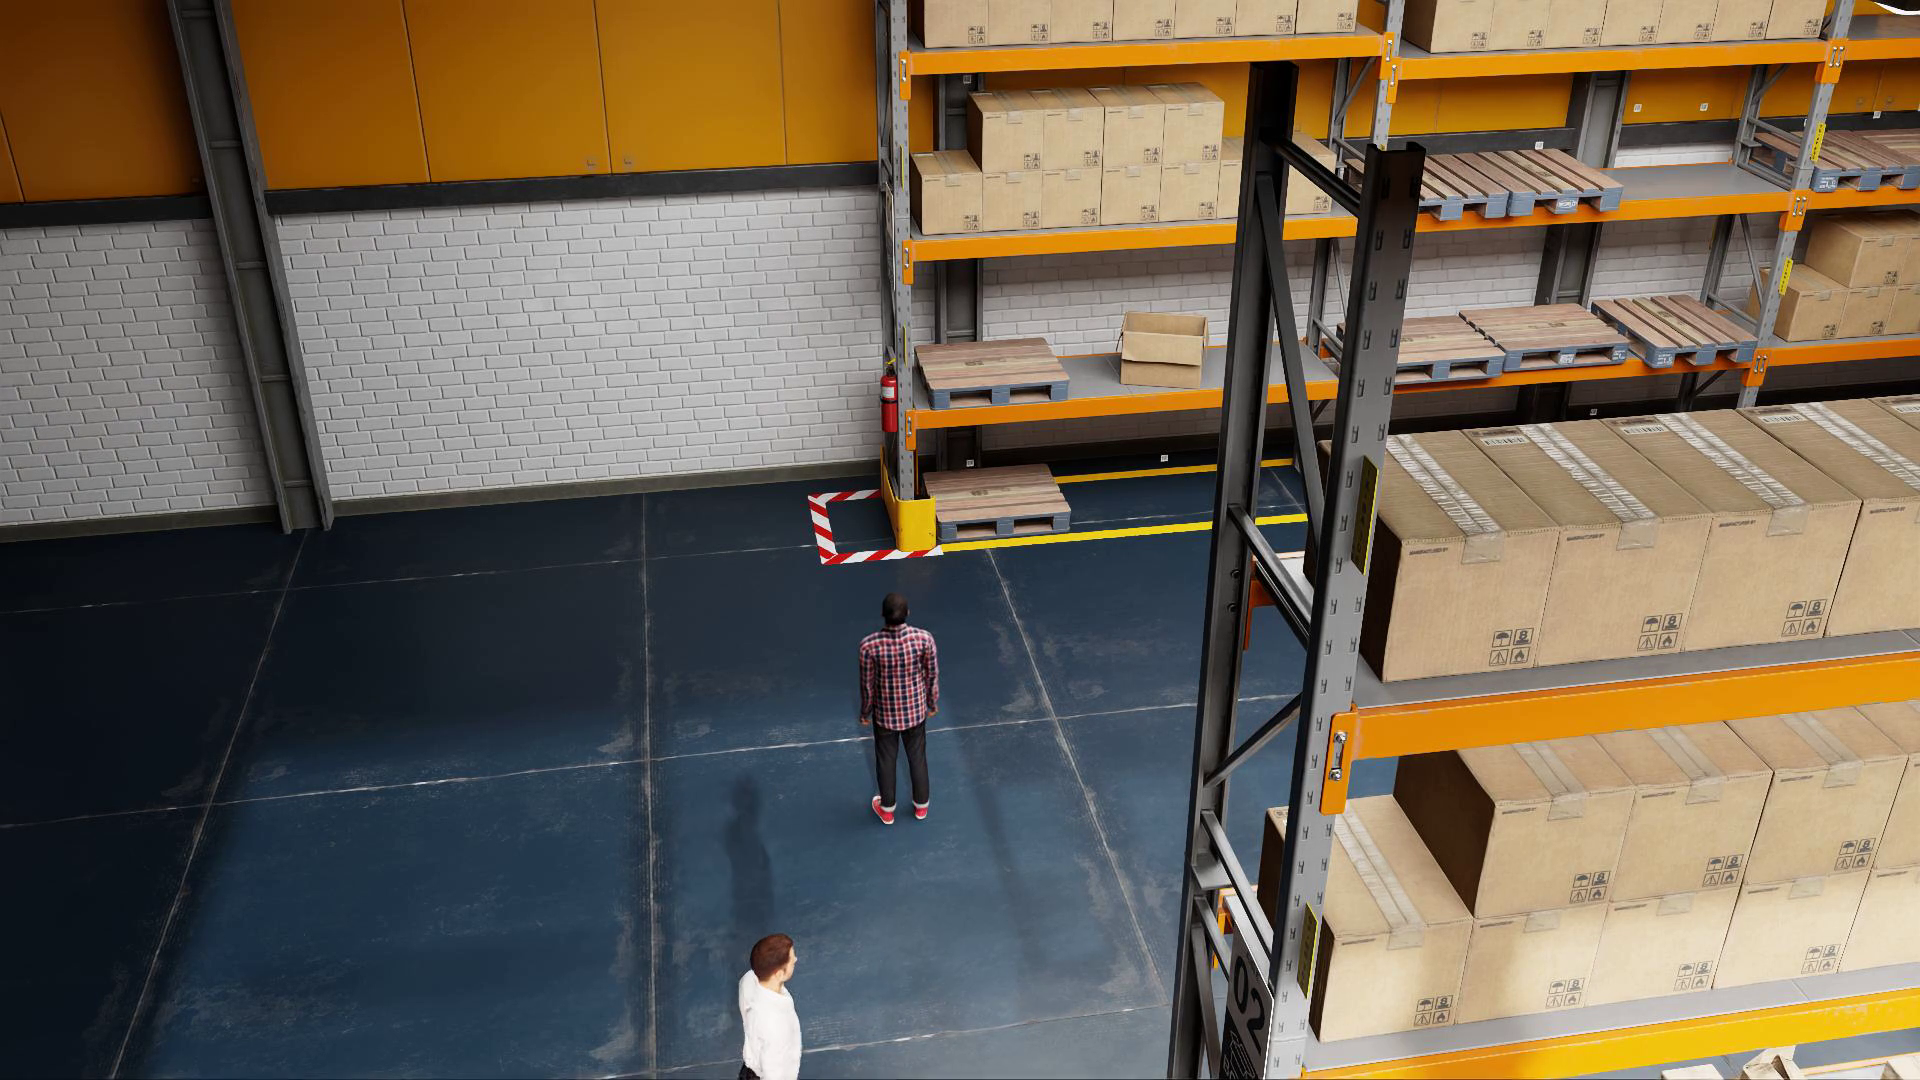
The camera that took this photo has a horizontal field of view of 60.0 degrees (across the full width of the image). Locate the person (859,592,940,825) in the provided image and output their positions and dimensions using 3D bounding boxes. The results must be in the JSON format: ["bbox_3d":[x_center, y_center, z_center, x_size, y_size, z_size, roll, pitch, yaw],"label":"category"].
[{"bbox_3d":[-0.405,1.104,11.004,0.534,1.760,0.754,-6,29,-11],"label":"person"}]

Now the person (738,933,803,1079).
[{"bbox_3d":[-1.006,2.685,8.033,1.320,1.829,0.968,-16,32,-27],"label":"person"}]
